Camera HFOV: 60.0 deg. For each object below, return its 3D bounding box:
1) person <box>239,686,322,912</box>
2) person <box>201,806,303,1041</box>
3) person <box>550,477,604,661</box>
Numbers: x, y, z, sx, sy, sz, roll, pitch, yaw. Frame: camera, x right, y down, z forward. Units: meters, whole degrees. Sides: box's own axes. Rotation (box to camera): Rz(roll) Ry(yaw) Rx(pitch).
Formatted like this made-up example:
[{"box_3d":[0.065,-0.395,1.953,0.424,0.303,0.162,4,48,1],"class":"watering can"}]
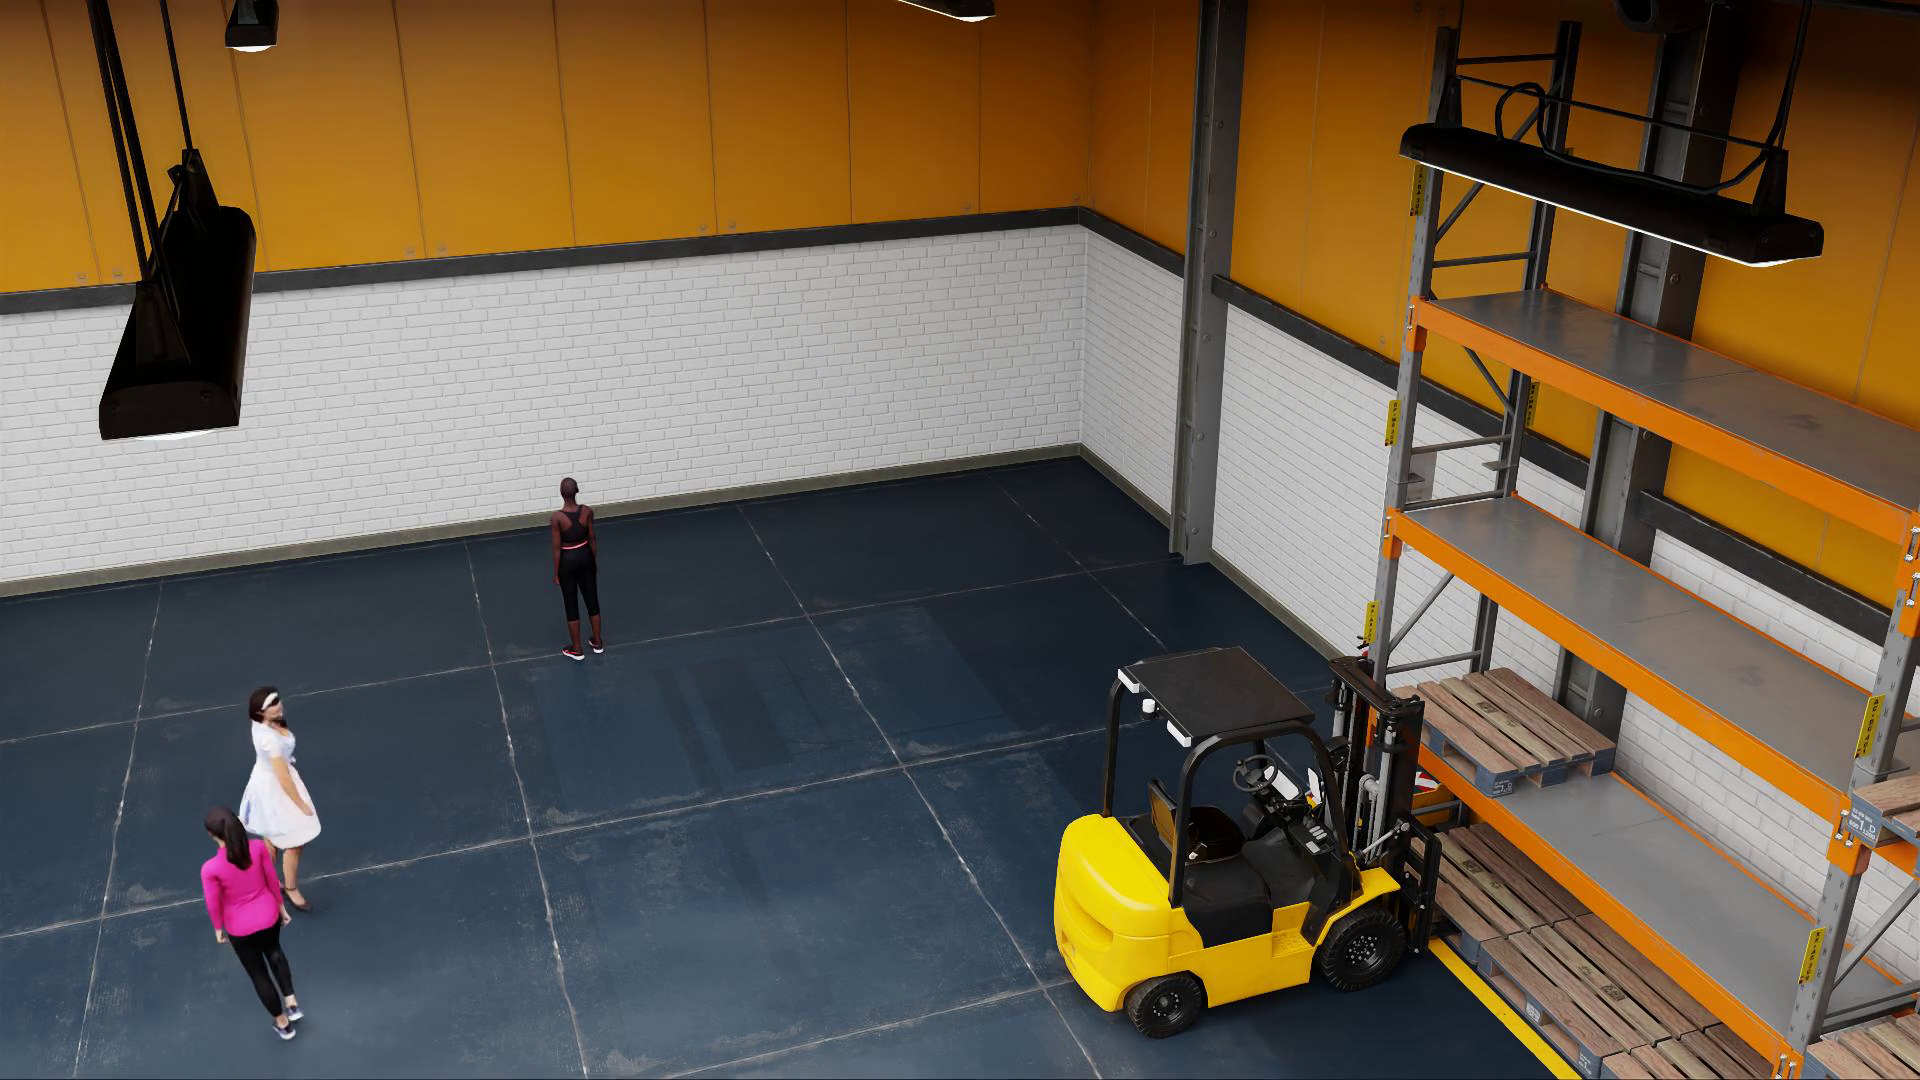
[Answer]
[{"box_3d":[-4.768,1.819,11.600,0.848,1.782,0.735,-21,31,-40],"class":"person"},{"box_3d":[-4.364,2.427,10.333,0.708,1.684,0.723,-20,31,-38],"class":"person"},{"box_3d":[-3.510,0.245,15.231,0.650,1.758,0.624,-17,29,-34],"class":"person"}]
